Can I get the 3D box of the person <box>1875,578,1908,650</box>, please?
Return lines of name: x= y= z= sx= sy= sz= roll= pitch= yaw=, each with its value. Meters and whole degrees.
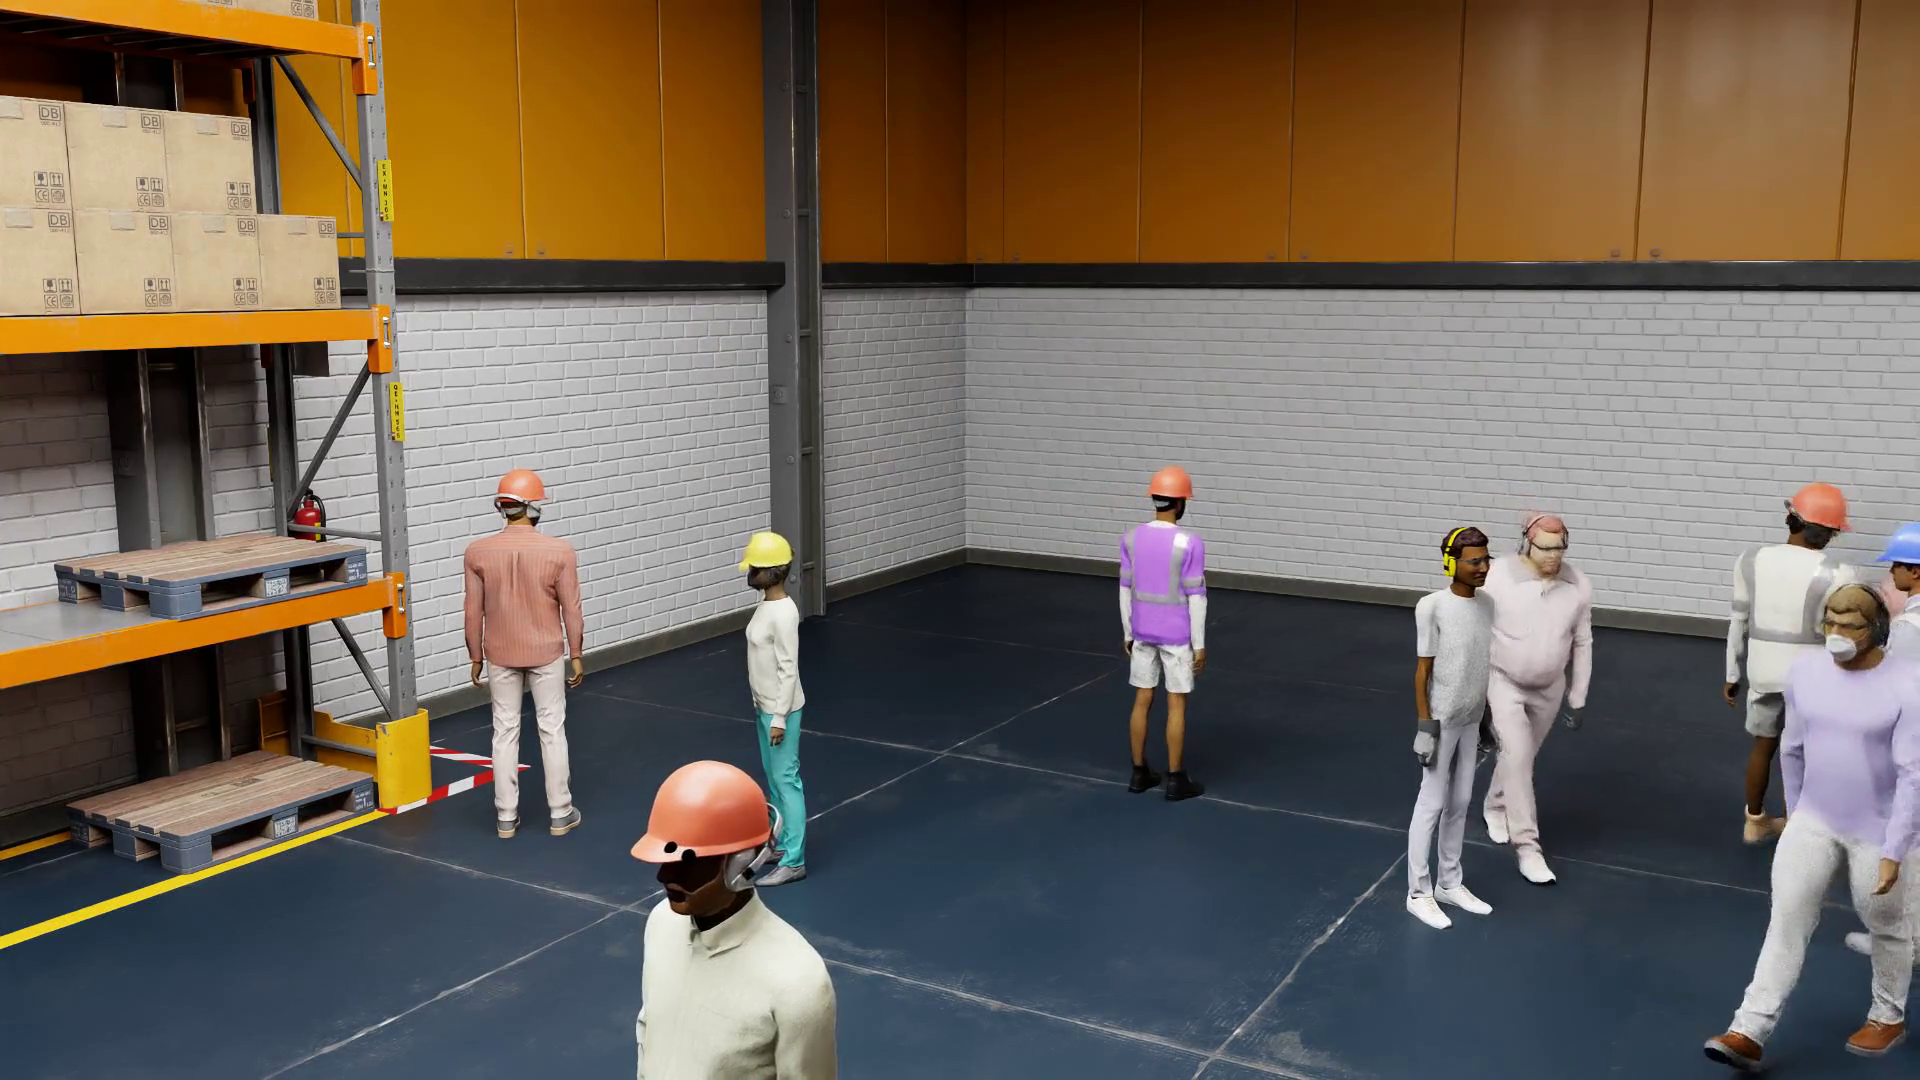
person: x=4.649 y=0.814 z=7.956 sx=0.639 sy=1.910 sz=0.407 roll=3 pitch=10 yaw=17

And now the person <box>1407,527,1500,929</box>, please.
person: x=2.329 y=0.859 z=7.784 sx=0.521 sy=1.874 sz=0.328 roll=-6 pitch=11 yaw=-33

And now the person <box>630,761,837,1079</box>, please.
person: x=-0.522 y=1.454 z=3.688 sx=0.612 sy=1.995 sz=0.382 roll=8 pitch=12 yaw=42

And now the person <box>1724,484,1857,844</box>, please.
person: x=4.256 y=0.696 z=8.498 sx=0.733 sy=2.000 sz=0.649 roll=-7 pitch=11 yaw=-37

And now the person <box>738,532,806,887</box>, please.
person: x=-0.935 y=0.832 z=8.285 sx=0.308 sy=1.769 sz=0.525 roll=-3 pitch=10 yaw=-19

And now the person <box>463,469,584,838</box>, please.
person: x=-2.335 y=0.610 z=8.960 sx=0.622 sy=1.990 sz=0.388 roll=-1 pitch=9 yaw=-5

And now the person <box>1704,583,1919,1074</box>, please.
person: x=3.299 y=1.098 z=6.251 sx=1.058 sy=1.876 sz=0.641 roll=-6 pitch=11 yaw=-32

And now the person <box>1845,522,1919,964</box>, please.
person: x=4.213 y=0.889 z=7.371 sx=0.614 sy=1.943 sz=0.409 roll=-8 pitch=12 yaw=-42

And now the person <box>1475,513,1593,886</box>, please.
person: x=2.891 y=0.758 z=8.534 sx=0.677 sy=1.850 sz=1.025 roll=-1 pitch=9 yaw=-7

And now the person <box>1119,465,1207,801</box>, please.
person: x=1.194 y=0.532 z=9.629 sx=0.551 sy=1.933 sz=0.377 roll=7 pitch=12 yaw=38
